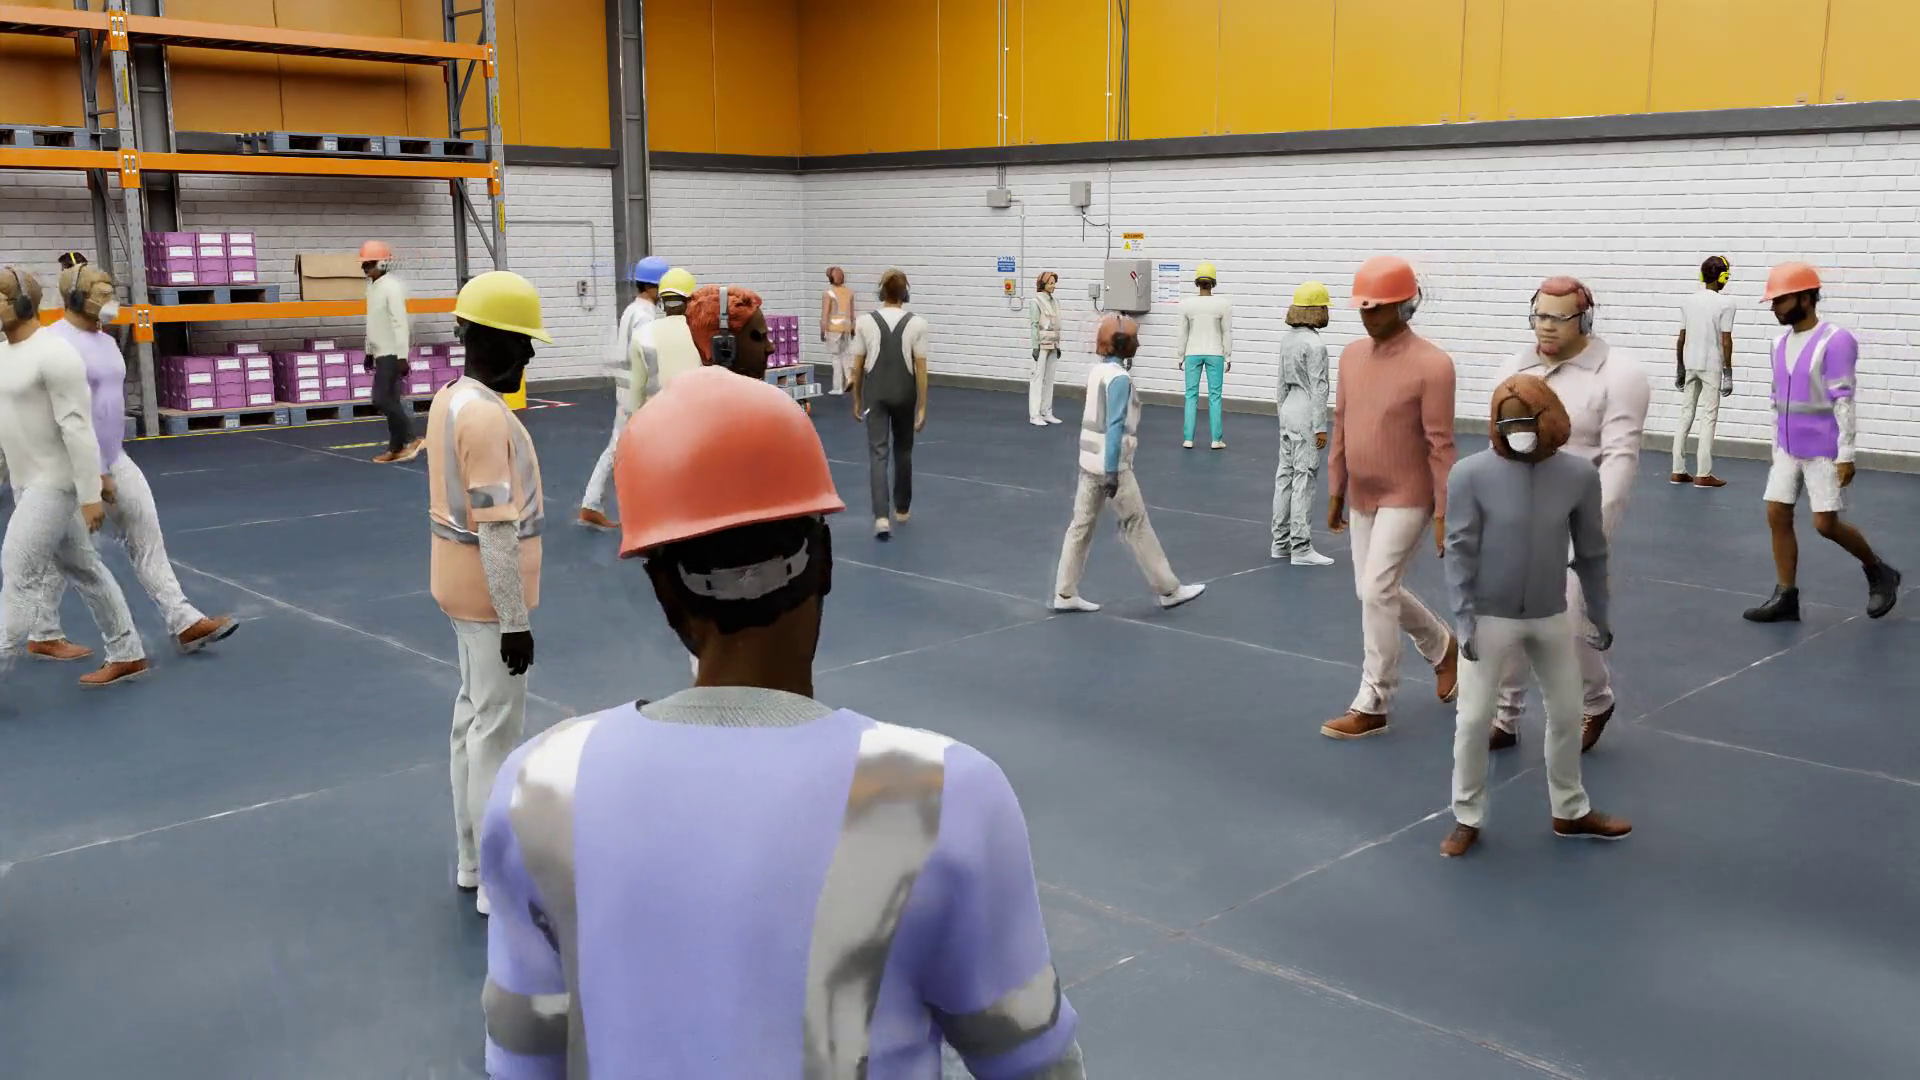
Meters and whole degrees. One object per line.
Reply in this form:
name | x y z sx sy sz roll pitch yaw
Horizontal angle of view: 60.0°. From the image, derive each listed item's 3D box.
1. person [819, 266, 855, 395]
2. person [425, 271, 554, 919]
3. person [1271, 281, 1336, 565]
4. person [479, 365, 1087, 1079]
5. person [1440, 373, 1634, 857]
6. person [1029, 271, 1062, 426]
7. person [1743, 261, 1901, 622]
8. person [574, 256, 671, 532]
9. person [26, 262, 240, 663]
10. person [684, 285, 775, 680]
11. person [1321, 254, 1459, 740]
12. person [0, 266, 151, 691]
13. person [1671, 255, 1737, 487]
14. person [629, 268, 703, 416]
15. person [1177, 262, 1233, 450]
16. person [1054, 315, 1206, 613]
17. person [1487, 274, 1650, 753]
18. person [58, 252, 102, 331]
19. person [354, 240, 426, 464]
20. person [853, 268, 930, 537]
person | -1.559 -2.644 21.068 0.369 1.623 0.543 9 14 41
person | -1.378 0.167 4.974 0.381 1.917 0.585 -5 12 -26
person | 2.141 -0.721 10.287 0.301 1.743 0.493 -3 11 -16
person | -0.143 0.760 1.810 0.584 1.880 0.978 4 11 19
person | 1.894 0.259 5.379 0.704 1.602 0.345 0 10 -3
person | 0.914 -2.044 17.786 0.307 1.639 0.525 7 12 33
person | 4.483 -0.492 8.628 0.756 1.895 0.578 -3 11 -13
person | -2.168 -0.978 11.310 1.024 1.896 0.593 -5 11 -25
person | -4.011 -0.345 7.847 0.972 1.890 0.646 0 10 2
person | -0.655 0.217 4.795 0.355 1.882 0.576 -3 11 -15
person | 1.837 -0.188 6.828 0.822 1.957 0.662 -5 12 -27
person | -4.032 -0.214 7.133 0.648 1.881 1.019 8 13 39
person | 6.015 -1.354 13.439 0.318 1.858 0.507 -6 12 -29
person | -1.661 -0.700 9.936 0.595 1.828 0.403 -2 11 -9
person | 2.316 -1.735 15.749 0.527 1.772 0.305 3 11 14
person | 0.887 -0.394 8.875 0.835 1.592 0.544 -2 11 -11
person | 2.310 -0.072 6.384 0.545 1.883 0.656 -8 13 -39
person | -8.234 -1.765 15.653 0.326 1.865 0.519 -9 14 -41
person | -5.084 -1.643 14.685 0.434 1.980 0.636 -7 13 -34
person | -0.473 -0.937 11.326 0.534 1.805 0.957 0 10 -1
